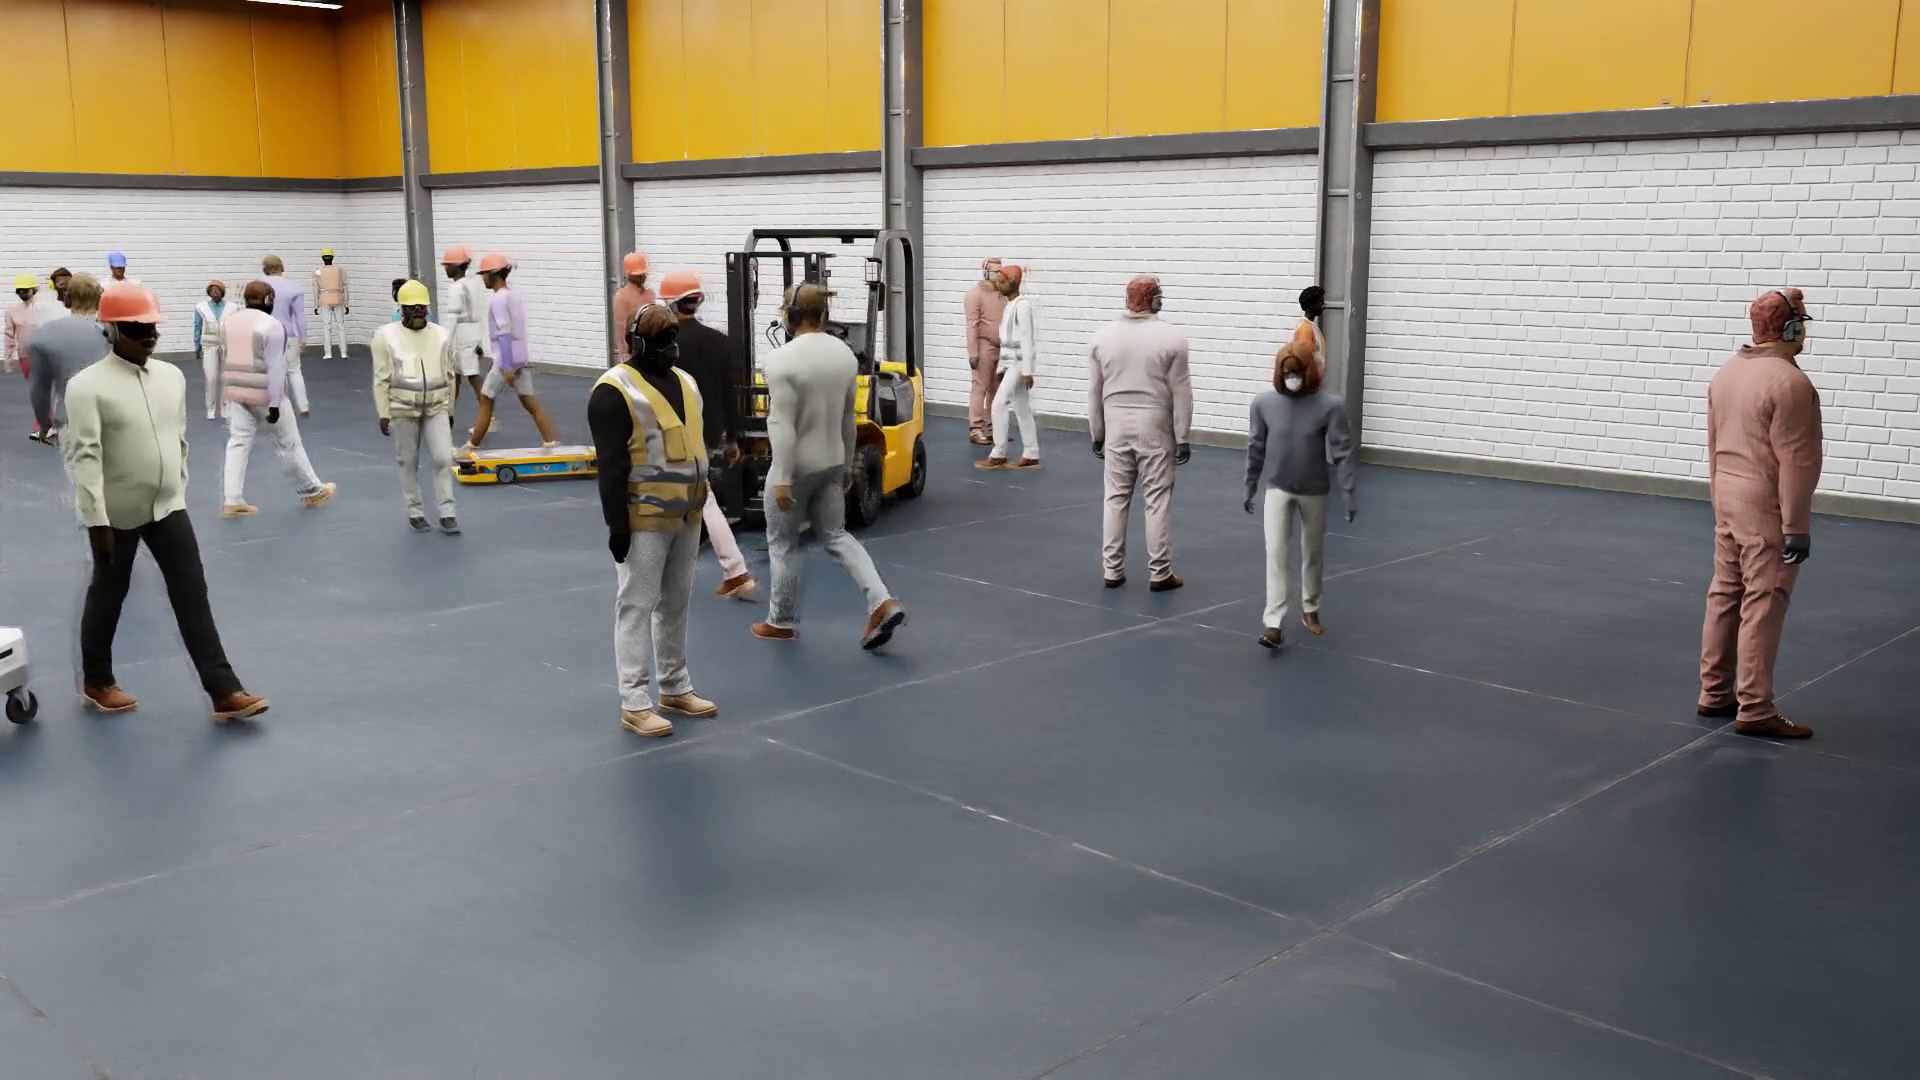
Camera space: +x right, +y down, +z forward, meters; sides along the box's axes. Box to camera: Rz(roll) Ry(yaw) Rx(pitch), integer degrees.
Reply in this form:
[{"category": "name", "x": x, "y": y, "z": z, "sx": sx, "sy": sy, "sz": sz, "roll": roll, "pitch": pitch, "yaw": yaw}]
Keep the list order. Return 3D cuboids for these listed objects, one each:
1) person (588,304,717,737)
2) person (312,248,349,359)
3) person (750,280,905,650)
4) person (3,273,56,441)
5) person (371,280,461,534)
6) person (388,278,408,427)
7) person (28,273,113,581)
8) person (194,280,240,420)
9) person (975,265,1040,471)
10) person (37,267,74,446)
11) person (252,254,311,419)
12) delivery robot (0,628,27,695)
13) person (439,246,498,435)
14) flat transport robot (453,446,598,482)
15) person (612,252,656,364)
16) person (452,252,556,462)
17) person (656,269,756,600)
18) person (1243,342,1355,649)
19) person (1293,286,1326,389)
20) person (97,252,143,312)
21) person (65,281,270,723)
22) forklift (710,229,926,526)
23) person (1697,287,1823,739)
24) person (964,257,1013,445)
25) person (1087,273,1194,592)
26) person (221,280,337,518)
[{"category": "person", "x": -1.300, "y": -0.093, "z": 7.192, "sx": 0.429, "sy": 1.842, "sz": 0.633, "roll": 5, "pitch": 12, "yaw": 27}, {"category": "person", "x": -10.846, "y": -4.073, "z": 28.690, "sx": 0.584, "sy": 1.918, "sz": 0.376, "roll": -5, "pitch": 12, "yaw": -26}, {"category": "person", "x": -0.708, "y": -0.368, "z": 8.521, "sx": 0.889, "sy": 1.914, "sz": 0.637, "roll": 8, "pitch": 13, "yaw": 36}, {"category": "person", "x": -9.629, "y": -1.881, "z": 17.203, "sx": 0.552, "sy": 1.730, "sz": 0.827, "roll": 0, "pitch": 10, "yaw": -1}, {"category": "person", "x": -3.822, "y": -0.923, "z": 11.790, "sx": 0.615, "sy": 1.807, "sz": 0.722, "roll": -6, "pitch": 12, "yaw": -31}, {"category": "person", "x": -6.020, "y": -2.057, "z": 18.402, "sx": 0.763, "sy": 1.671, "sz": 0.533, "roll": 1, "pitch": 10, "yaw": 4}, {"category": "person", "x": -5.454, "y": -0.713, "z": 10.443, "sx": 0.635, "sy": 1.888, "sz": 0.963, "roll": -7, "pitch": 12, "yaw": -32}, {"category": "person", "x": -8.596, "y": -2.199, "z": 19.305, "sx": 0.522, "sy": 1.618, "sz": 0.572, "roll": -5, "pitch": 12, "yaw": -26}, {"category": "person", "x": 0.398, "y": -1.545, "z": 15.055, "sx": 0.766, "sy": 1.856, "sz": 0.621, "roll": -1, "pitch": 10, "yaw": -7}, {"category": "person", "x": -8.845, "y": -1.786, "z": 16.491, "sx": 0.546, "sy": 1.830, "sz": 0.968, "roll": -8, "pitch": 13, "yaw": -38}, {"category": "person", "x": -7.889, "y": -2.342, "z": 19.271, "sx": 0.642, "sy": 1.908, "sz": 0.418, "roll": -3, "pitch": 11, "yaw": -14}, {"category": "delivery robot", "x": -4.248, "y": 0.545, "z": 6.969, "sx": 0.477, "sy": 0.478, "sz": 0.707, "roll": 0, "pitch": 10, "yaw": -2}, {"category": "person", "x": -5.407, "y": -2.098, "z": 17.684, "sx": 0.983, "sy": 2.000, "sz": 0.635, "roll": 0, "pitch": 10, "yaw": 0}, {"category": "flat transport robot", "x": -3.723, "y": -0.680, "z": 14.681, "sx": 1.431, "sy": 0.197, "sz": 0.652, "roll": -4, "pitch": 11, "yaw": -22}, {"category": "person", "x": -3.112, "y": -1.803, "z": 16.256, "sx": 0.407, "sy": 1.967, "sz": 0.699, "roll": 5, "pitch": 11, "yaw": 25}, {"category": "person", "x": -4.214, "y": -1.653, "z": 15.334, "sx": 1.101, "sy": 1.975, "sz": 0.600, "roll": 1, "pitch": 10, "yaw": 6}, {"category": "person", "x": -1.580, "y": -0.626, "z": 9.858, "sx": 1.059, "sy": 1.944, "sz": 0.622, "roll": 8, "pitch": 13, "yaw": 36}, {"category": "person", "x": 1.756, "y": -0.232, "z": 8.646, "sx": 0.579, "sy": 1.576, "sz": 0.879, "roll": 3, "pitch": 11, "yaw": 17}, {"category": "person", "x": 3.082, "y": -1.409, "z": 14.793, "sx": 0.321, "sy": 1.689, "sz": 0.530, "roll": 4, "pitch": 11, "yaw": 21}, {"category": "person", "x": -10.599, "y": -2.687, "z": 21.146, "sx": 0.618, "sy": 1.898, "sz": 0.960, "roll": -9, "pitch": 13, "yaw": -39}, {"category": "person", "x": -3.563, "y": -0.149, "z": 7.239, "sx": 1.047, "sy": 1.937, "sz": 0.644, "roll": 5, "pitch": 11, "yaw": 25}, {"category": "forklift", "x": -1.050, "y": -1.319, "z": 12.920, "sx": 1.214, "sy": 2.155, "sz": 2.313, "roll": 2, "pitch": 11, "yaw": 13}, {"category": "person", "x": 3.459, "y": -0.117, "z": 7.135, "sx": 0.409, "sy": 1.913, "sz": 0.648, "roll": -1, "pitch": 10, "yaw": -5}, {"category": "person", "x": 0.332, "y": -1.936, "z": 17.067, "sx": 0.402, "sy": 1.906, "sz": 0.652, "roll": 9, "pitch": 14, "yaw": 40}, {"category": "person", "x": 1.097, "y": -0.645, "z": 10.029, "sx": 0.652, "sy": 1.906, "sz": 0.403, "roll": 5, "pitch": 11, "yaw": 25}, {"category": "person", "x": -5.339, "y": -1.095, "z": 12.802, "sx": 0.618, "sy": 1.781, "sz": 0.926, "roll": 4, "pitch": 11, "yaw": 22}]
